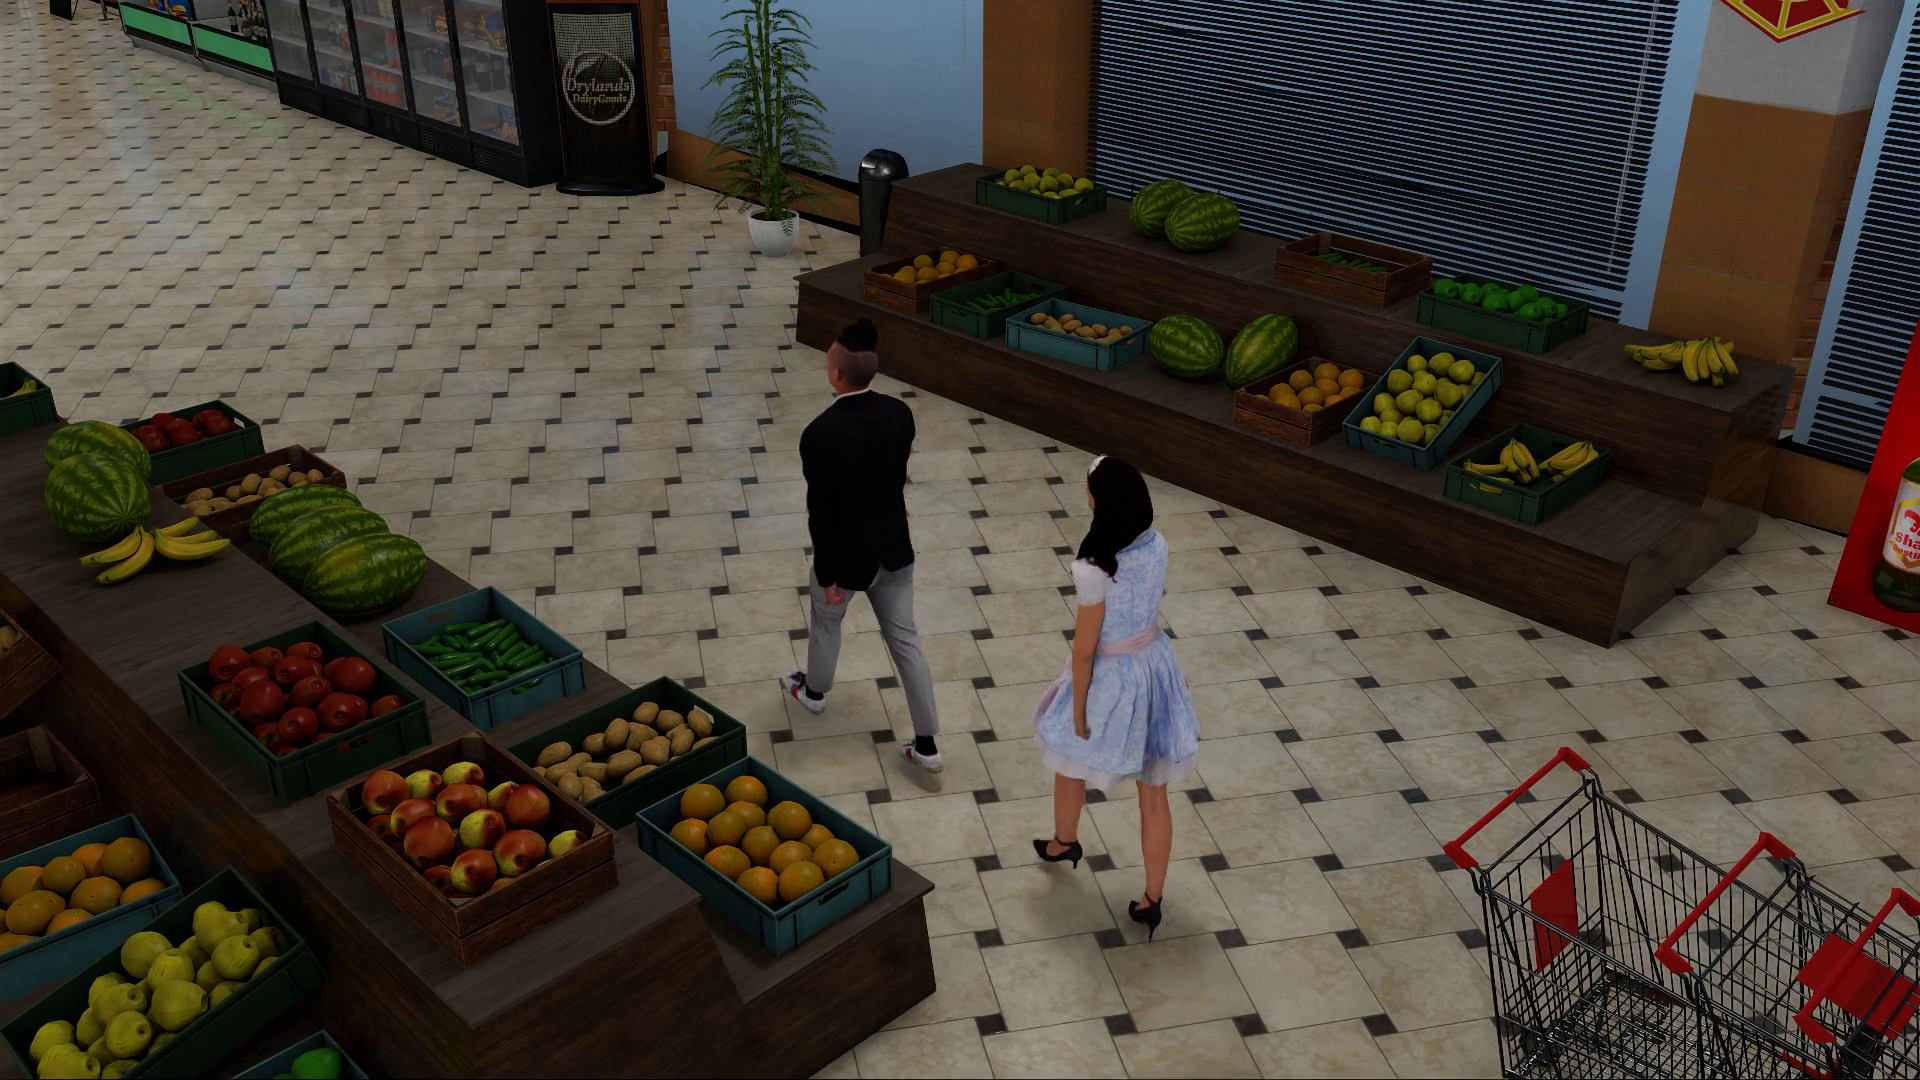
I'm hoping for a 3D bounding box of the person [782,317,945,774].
[{"bbox_3d":[-0.318,0.069,6.703,0.858,1.903,1.296,-18,32,-31],"label":"person"}]

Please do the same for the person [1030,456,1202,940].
[{"bbox_3d":[0.612,0.616,5.763,0.786,1.776,1.009,-13,30,-24],"label":"person"}]
